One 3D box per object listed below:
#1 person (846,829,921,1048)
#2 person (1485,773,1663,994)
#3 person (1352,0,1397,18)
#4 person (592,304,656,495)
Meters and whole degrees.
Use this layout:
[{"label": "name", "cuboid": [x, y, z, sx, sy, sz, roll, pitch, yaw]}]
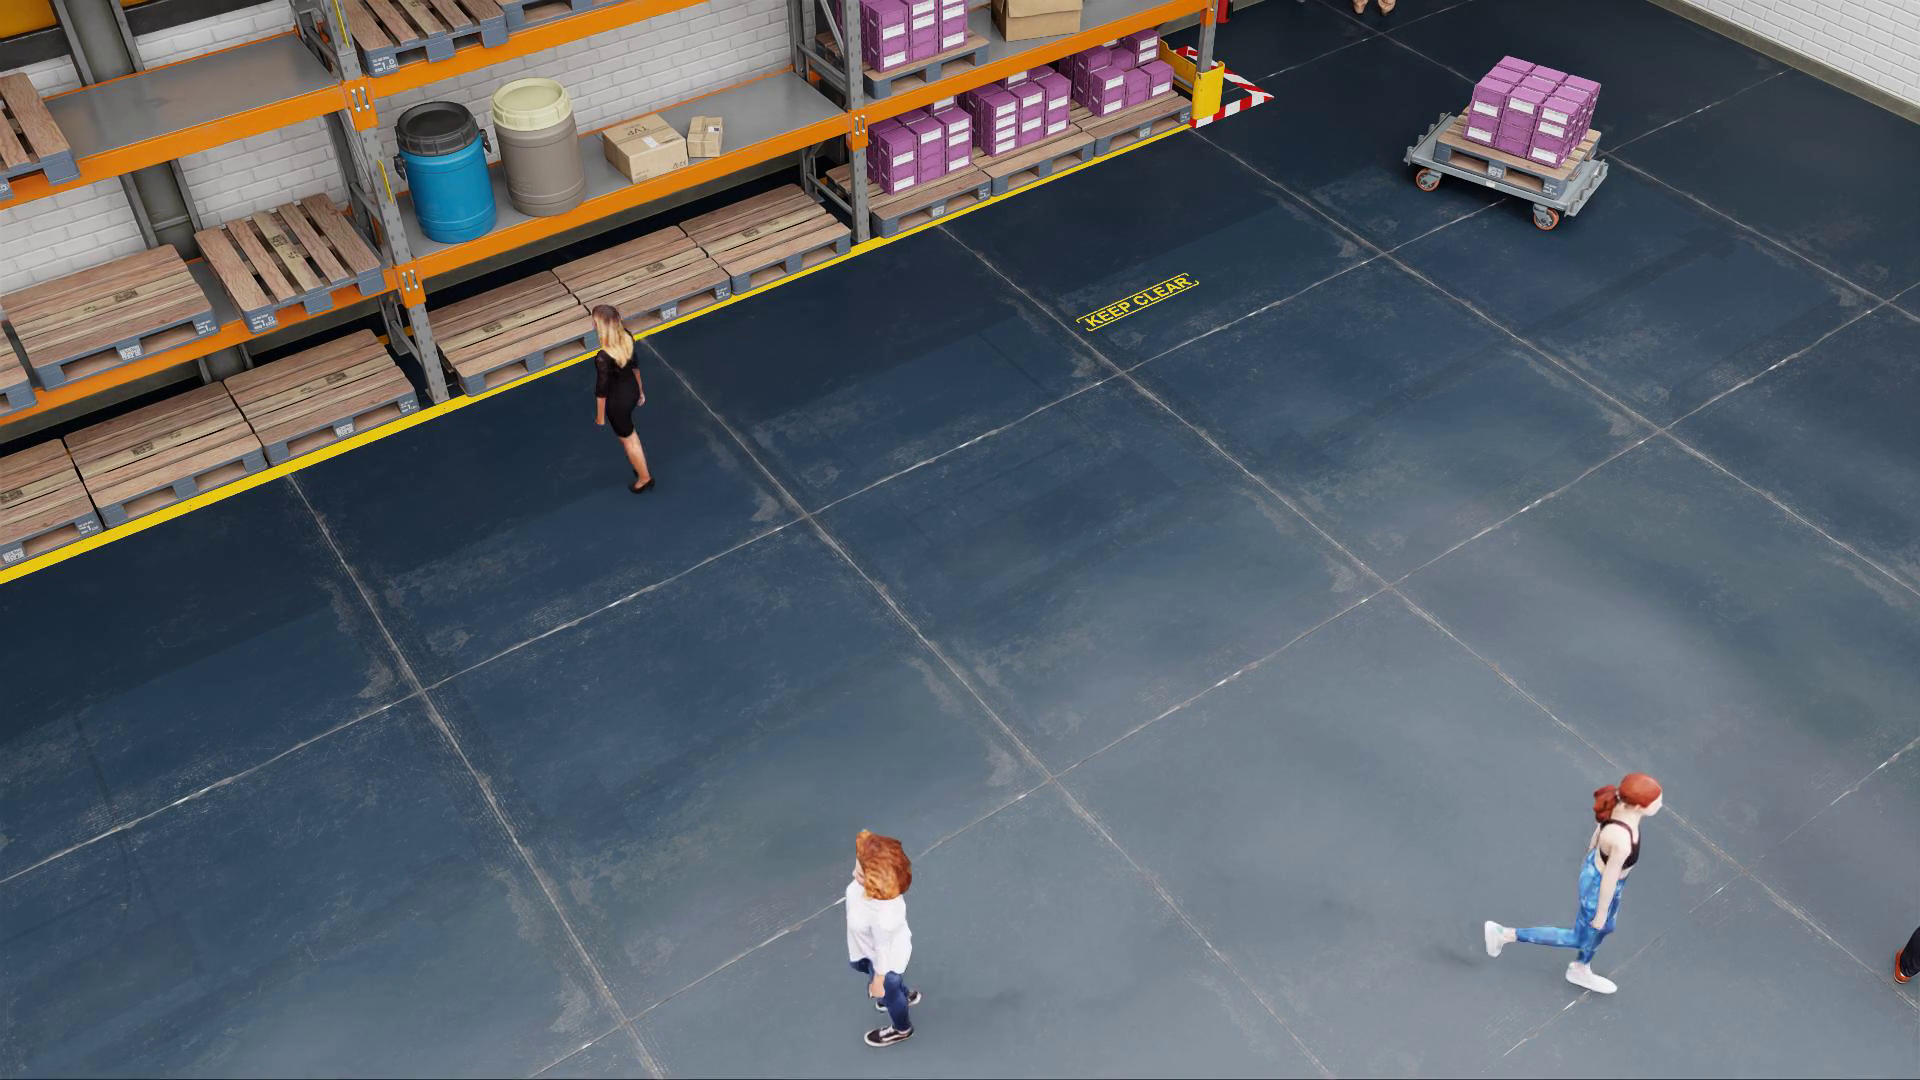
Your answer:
[{"label": "person", "cuboid": [-0.311, 2.096, 8.707, 0.775, 1.702, 0.766, -4, 44, -5]}, {"label": "person", "cuboid": [3.328, 1.851, 8.918, 0.989, 1.765, 1.024, 14, 45, 14]}, {"label": "person", "cuboid": [4.498, -6.447, 17.569, 0.851, 1.847, 0.902, 13, 45, 13]}, {"label": "person", "cuboid": [-2.352, -0.964, 11.945, 0.740, 1.665, 0.675, 10, 45, 11]}]
